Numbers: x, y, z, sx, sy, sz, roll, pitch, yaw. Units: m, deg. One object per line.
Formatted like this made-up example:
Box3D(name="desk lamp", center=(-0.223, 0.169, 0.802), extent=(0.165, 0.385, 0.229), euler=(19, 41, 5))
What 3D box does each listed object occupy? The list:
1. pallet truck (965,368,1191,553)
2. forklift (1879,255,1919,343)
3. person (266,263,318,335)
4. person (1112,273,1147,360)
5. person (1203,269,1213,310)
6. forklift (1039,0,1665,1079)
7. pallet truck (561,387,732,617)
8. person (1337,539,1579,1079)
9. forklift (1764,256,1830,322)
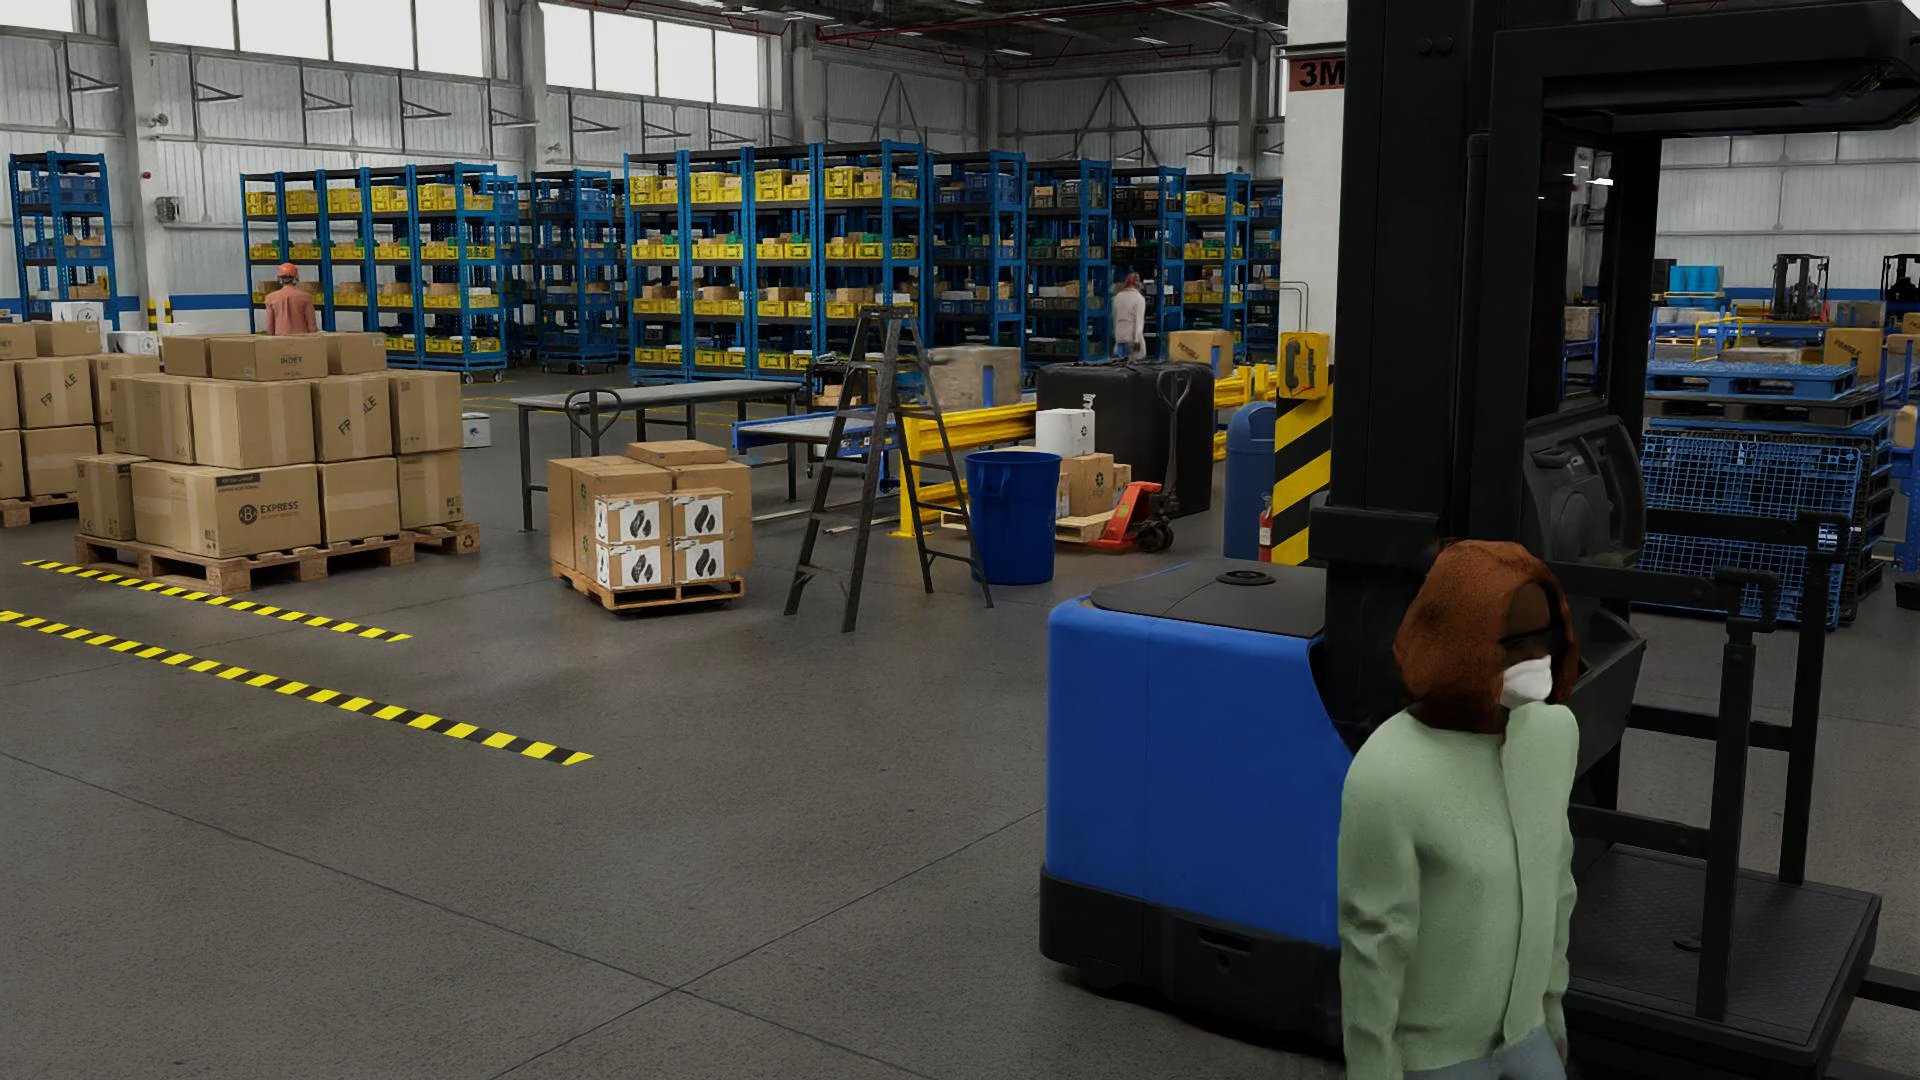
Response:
Box3D(name="pallet truck", center=(0.845, -0.609, 11.869), extent=(1.630, 1.274, 0.653), euler=(7, 12, 35))
Box3D(name="forklift", center=(22.089, -5.634, 38.796), extent=(1.157, 1.987, 2.680), euler=(6, 11, 33))
Box3D(name="person", center=(-8.533, -2.539, 21.292), extent=(0.612, 1.997, 0.375), euler=(-1, 10, -8))
Box3D(name="person", center=(2.422, -2.951, 24.172), extent=(0.992, 1.864, 0.657), euler=(-8, 13, -41))
Box3D(name="person", center=(6.852, -6.554, 45.786), extent=(0.589, 1.793, 0.987), euler=(5, 11, 28))
Box3D(name="forklift", center=(1.249, -0.137, 4.360), extent=(1.873, 2.768, 1.129), euler=(7, 12, 35))
Box3D(name="pallet truck", center=(-1.981, -0.274, 10.088), extent=(0.680, 1.201, 1.601), euler=(-5, 11, -28))
Box3D(name="person", center=(0.786, 0.797, 2.547), extent=(0.519, 1.618, 0.344), euler=(-6, 11, -32))
Box3D(name="forklift", center=(20.253, -5.854, 40.139), extent=(1.157, 1.987, 2.680), euler=(7, 12, 35))
